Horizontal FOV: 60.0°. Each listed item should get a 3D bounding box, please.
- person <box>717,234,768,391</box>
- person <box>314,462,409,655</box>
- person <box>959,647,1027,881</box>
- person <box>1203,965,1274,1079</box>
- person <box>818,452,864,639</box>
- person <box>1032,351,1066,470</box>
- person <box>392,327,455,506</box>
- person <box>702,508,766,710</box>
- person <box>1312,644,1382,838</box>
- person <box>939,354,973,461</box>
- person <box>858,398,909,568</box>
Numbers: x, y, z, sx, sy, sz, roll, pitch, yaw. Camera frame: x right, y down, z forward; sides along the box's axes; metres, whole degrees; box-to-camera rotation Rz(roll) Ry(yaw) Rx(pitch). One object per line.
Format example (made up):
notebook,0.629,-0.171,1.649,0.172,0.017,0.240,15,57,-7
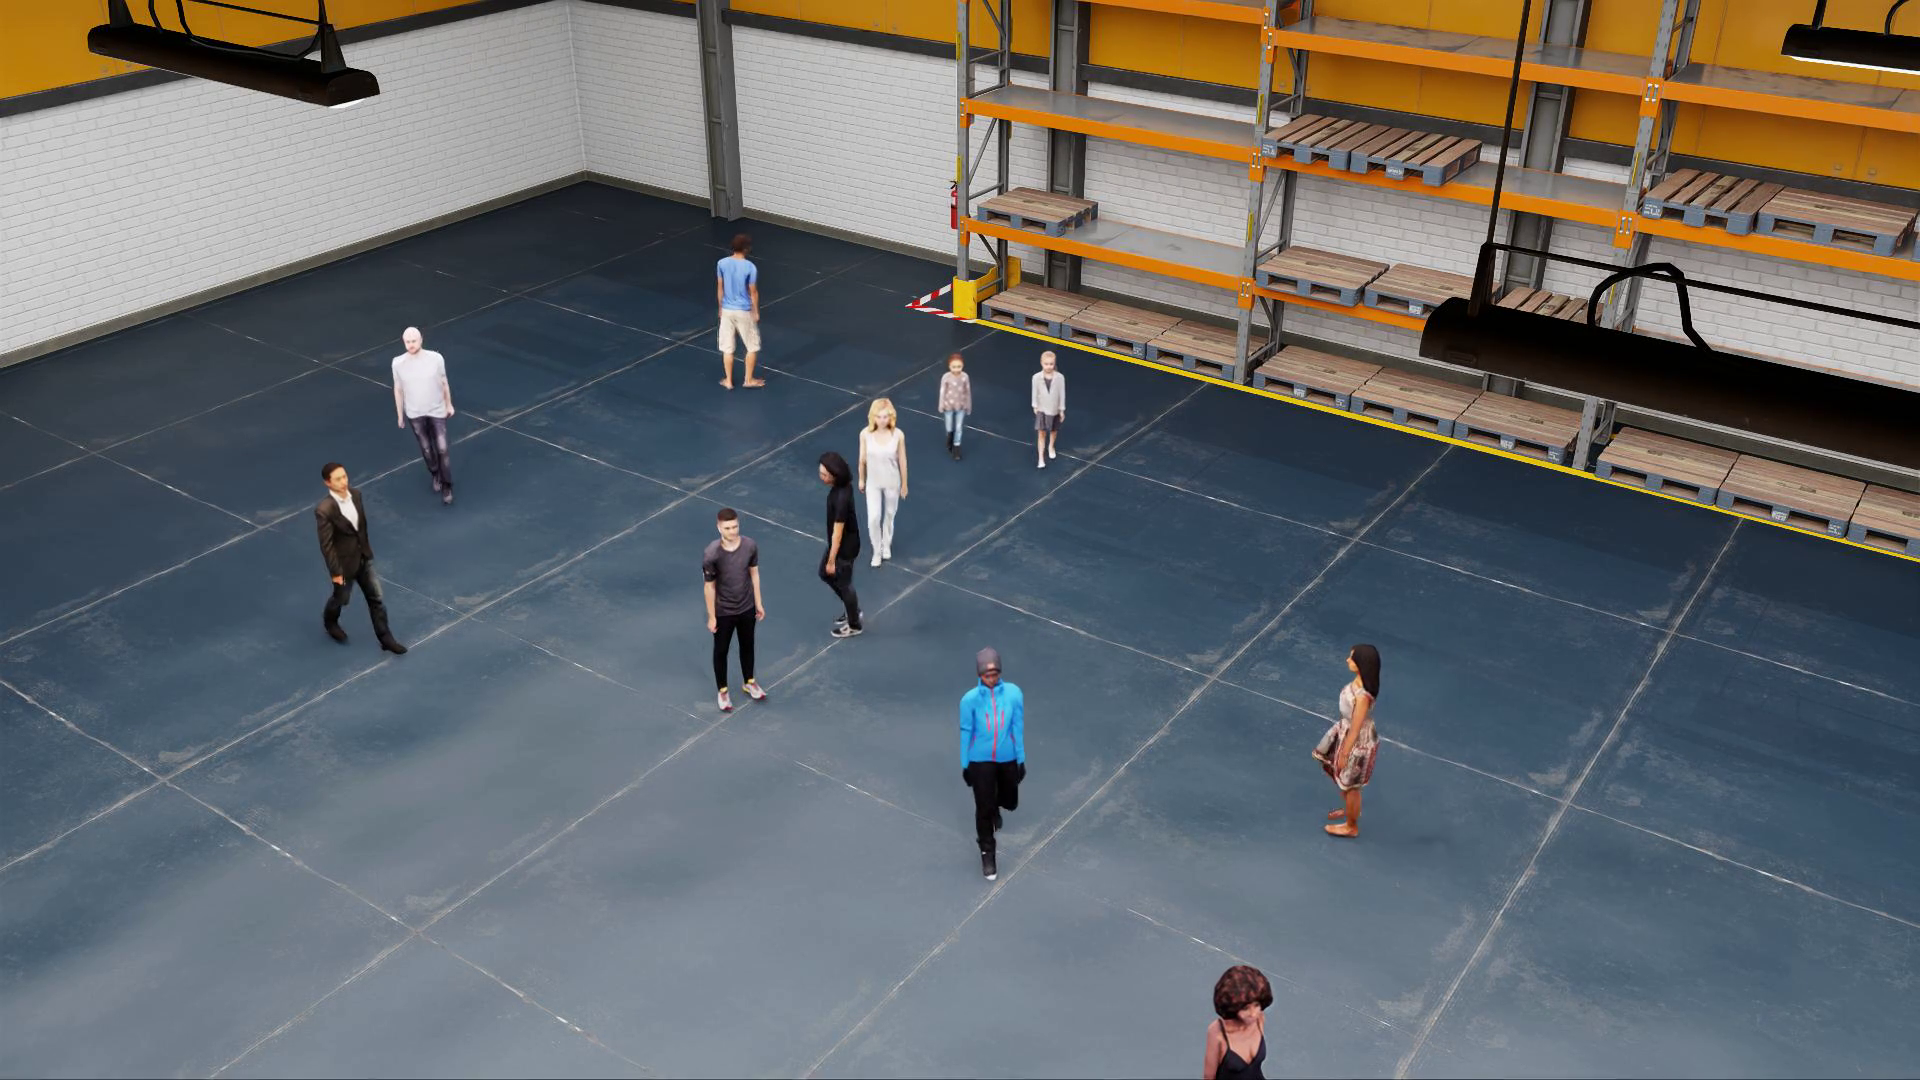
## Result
person,-2.587,-2.623,19.175,0.664,1.846,0.864,1,29,2
person,-5.274,0.147,14.178,1.181,1.767,0.784,15,32,26
person,0.215,1.494,11.695,0.941,1.779,1.017,-6,29,-11
person,1.441,2.999,8.925,0.628,1.790,0.645,-17,33,-28
person,-0.926,0.037,14.335,0.817,1.811,0.769,-3,29,-5
person,0.945,-1.411,17.579,0.863,1.246,0.838,1,29,2
person,-5.380,-1.323,16.832,1.024,1.806,1.079,-4,29,-8
person,-1.830,0.534,13.474,0.712,1.762,0.674,-16,32,-27
person,2.916,1.464,11.900,0.804,1.636,0.760,4,29,8
person,-0.055,-1.448,17.706,0.655,1.189,0.713,-3,29,-6
person,-0.713,-0.599,15.662,0.787,1.656,0.851,0,29,0
